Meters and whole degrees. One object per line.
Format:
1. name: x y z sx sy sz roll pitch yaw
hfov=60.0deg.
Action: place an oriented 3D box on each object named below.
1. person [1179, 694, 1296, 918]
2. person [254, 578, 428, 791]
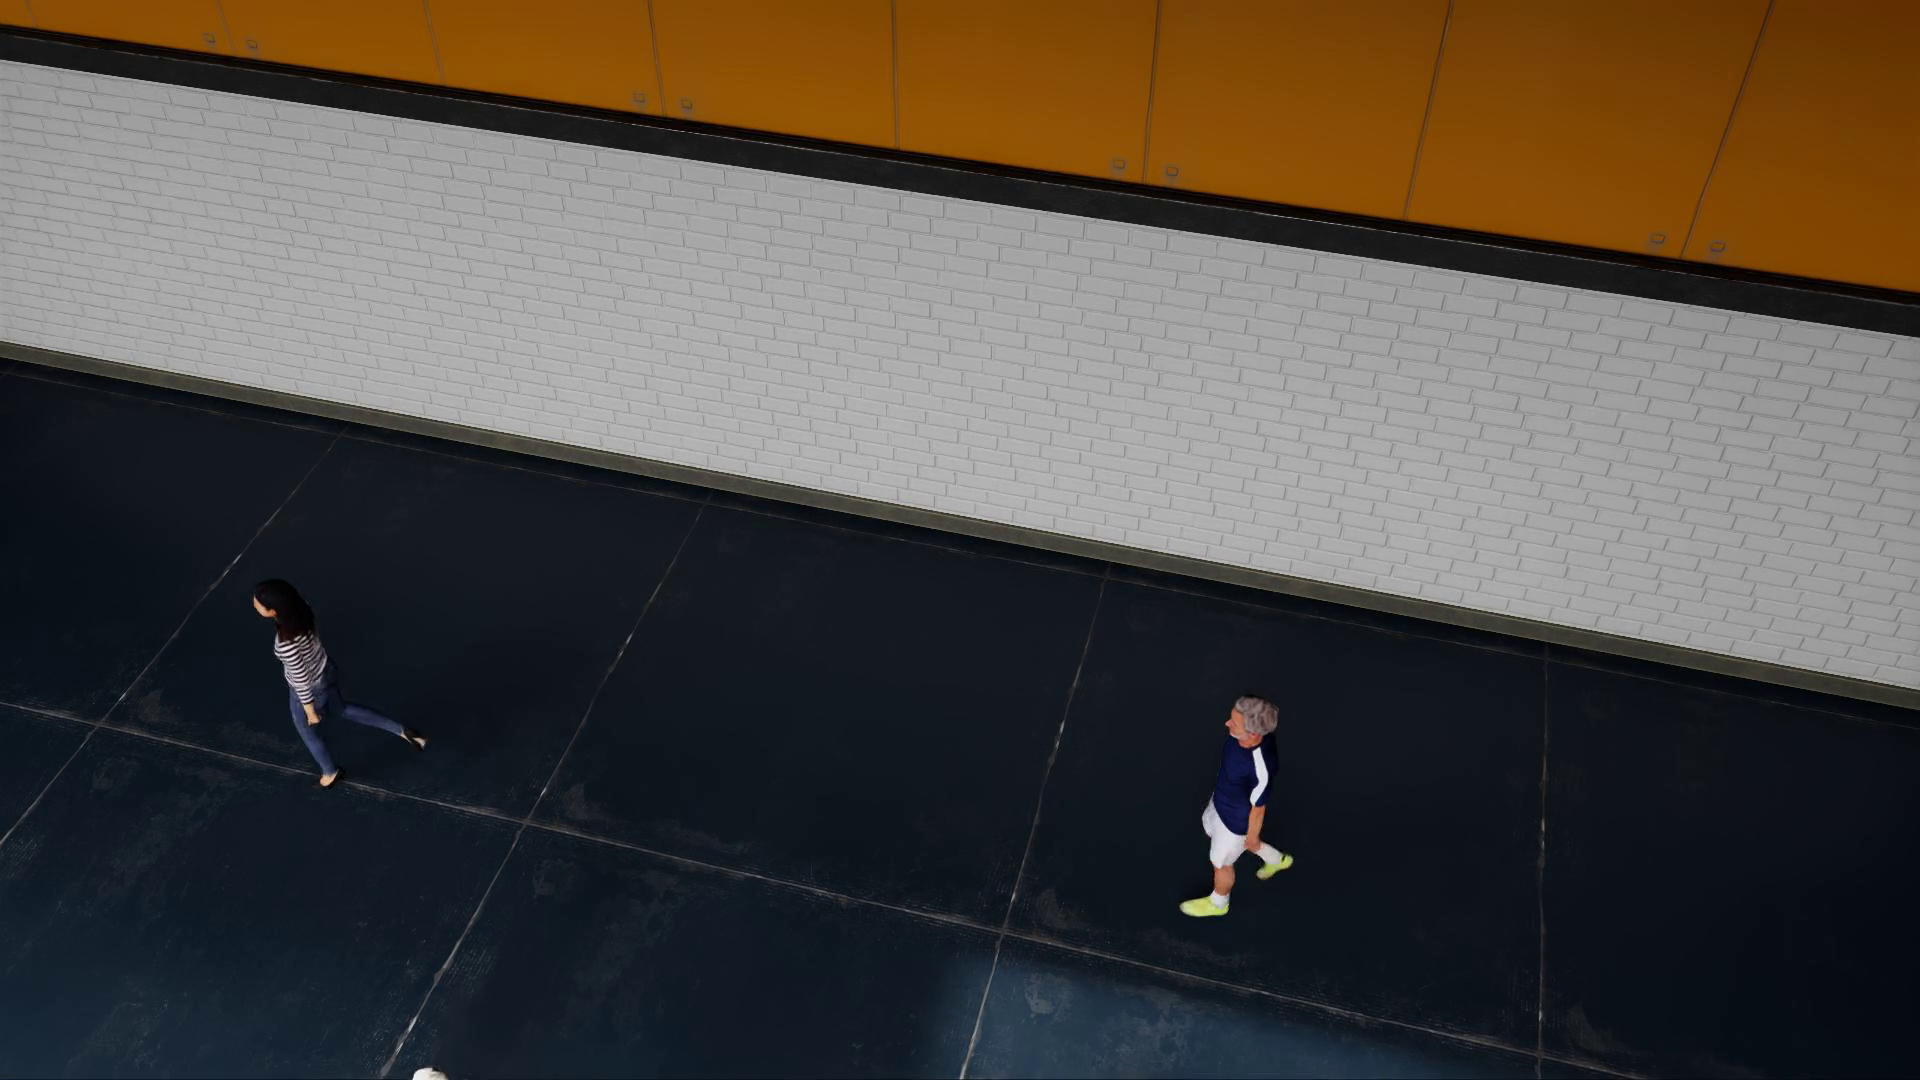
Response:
1. person: 1.606 1.452 9.108 0.883 1.824 0.931 -3 44 -3
2. person: -3.684 0.867 9.757 0.861 1.774 1.010 -3 44 -3
